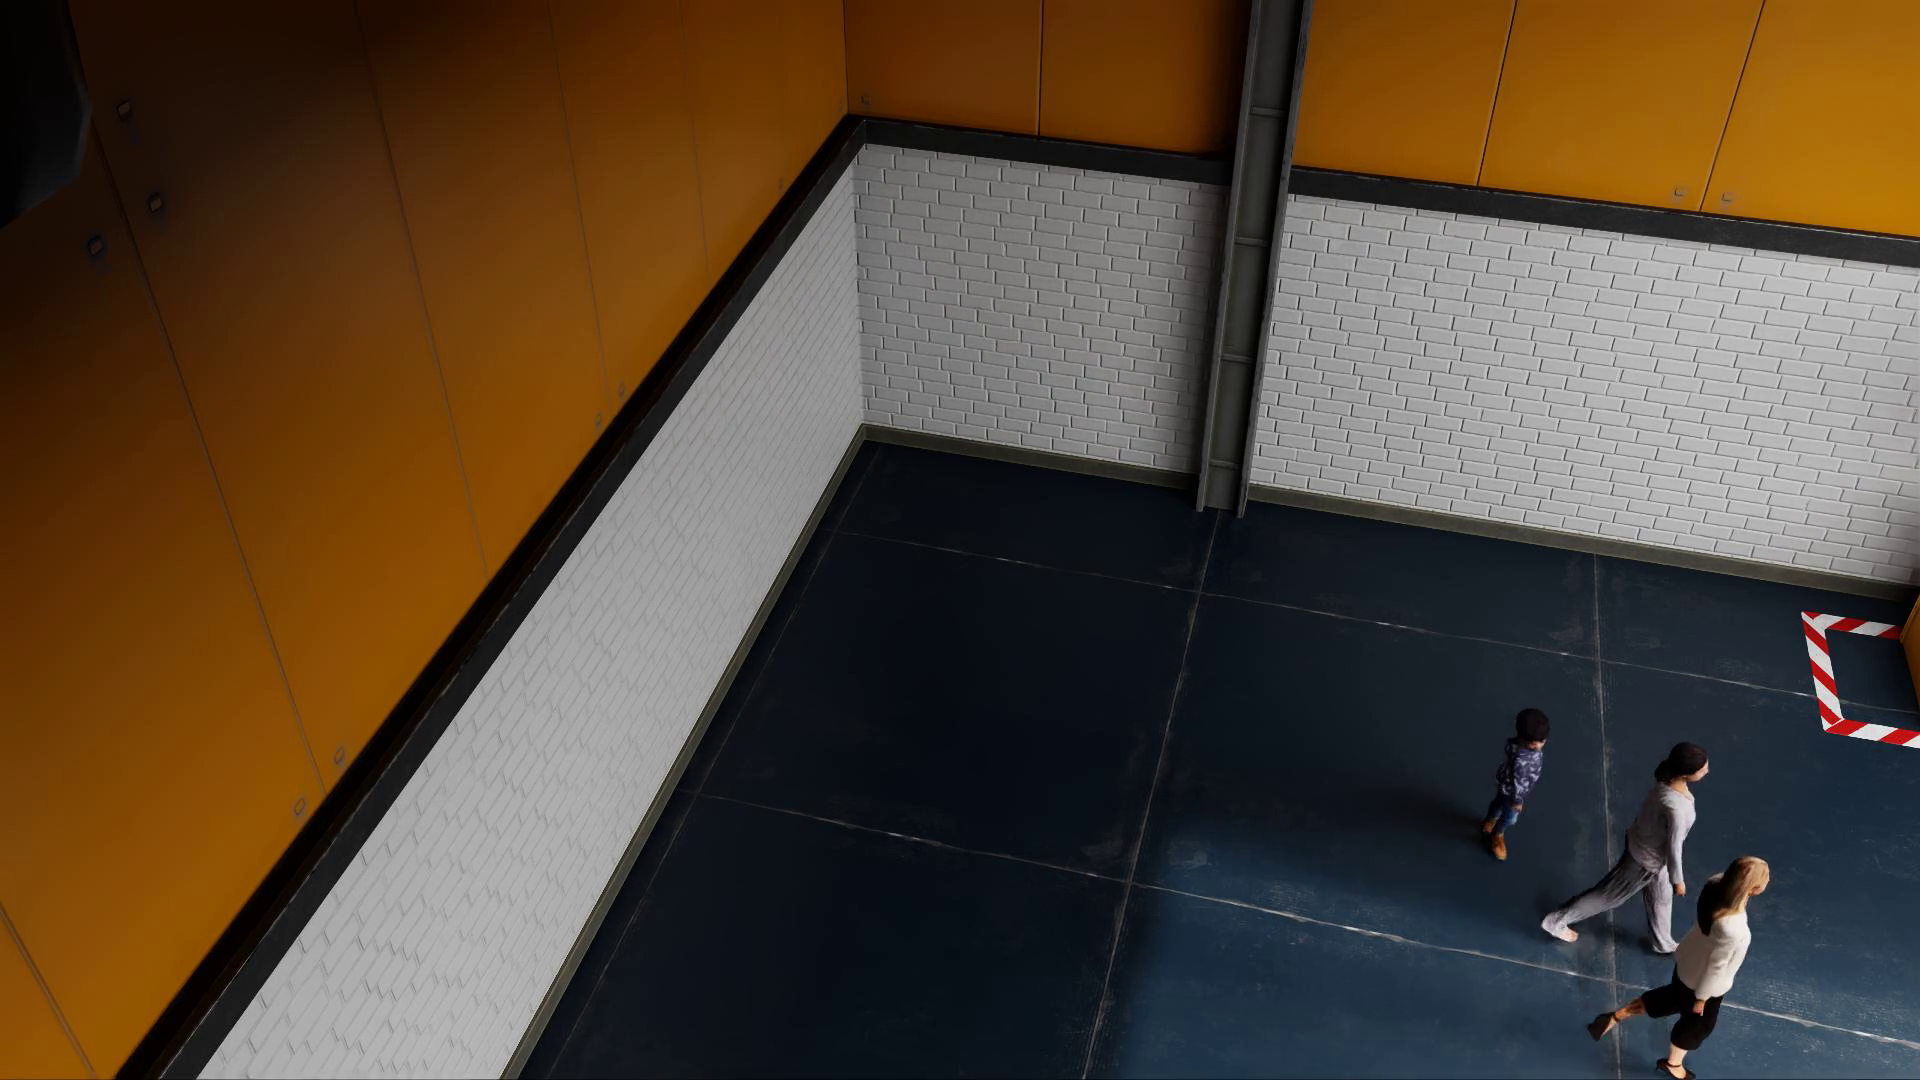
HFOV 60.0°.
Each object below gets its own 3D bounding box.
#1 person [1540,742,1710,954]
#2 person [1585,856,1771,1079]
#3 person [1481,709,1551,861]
[{"bbox_3d":[3.952,1.856,9.827,1.128,1.727,0.640,11,40,14],"label":"person"},{"bbox_3d":[3.959,2.358,9.108,0.942,1.841,0.681,7,39,8],"label":"person"},{"bbox_3d":[3.550,1.516,10.642,0.563,1.241,0.618,11,40,14],"label":"person"}]
